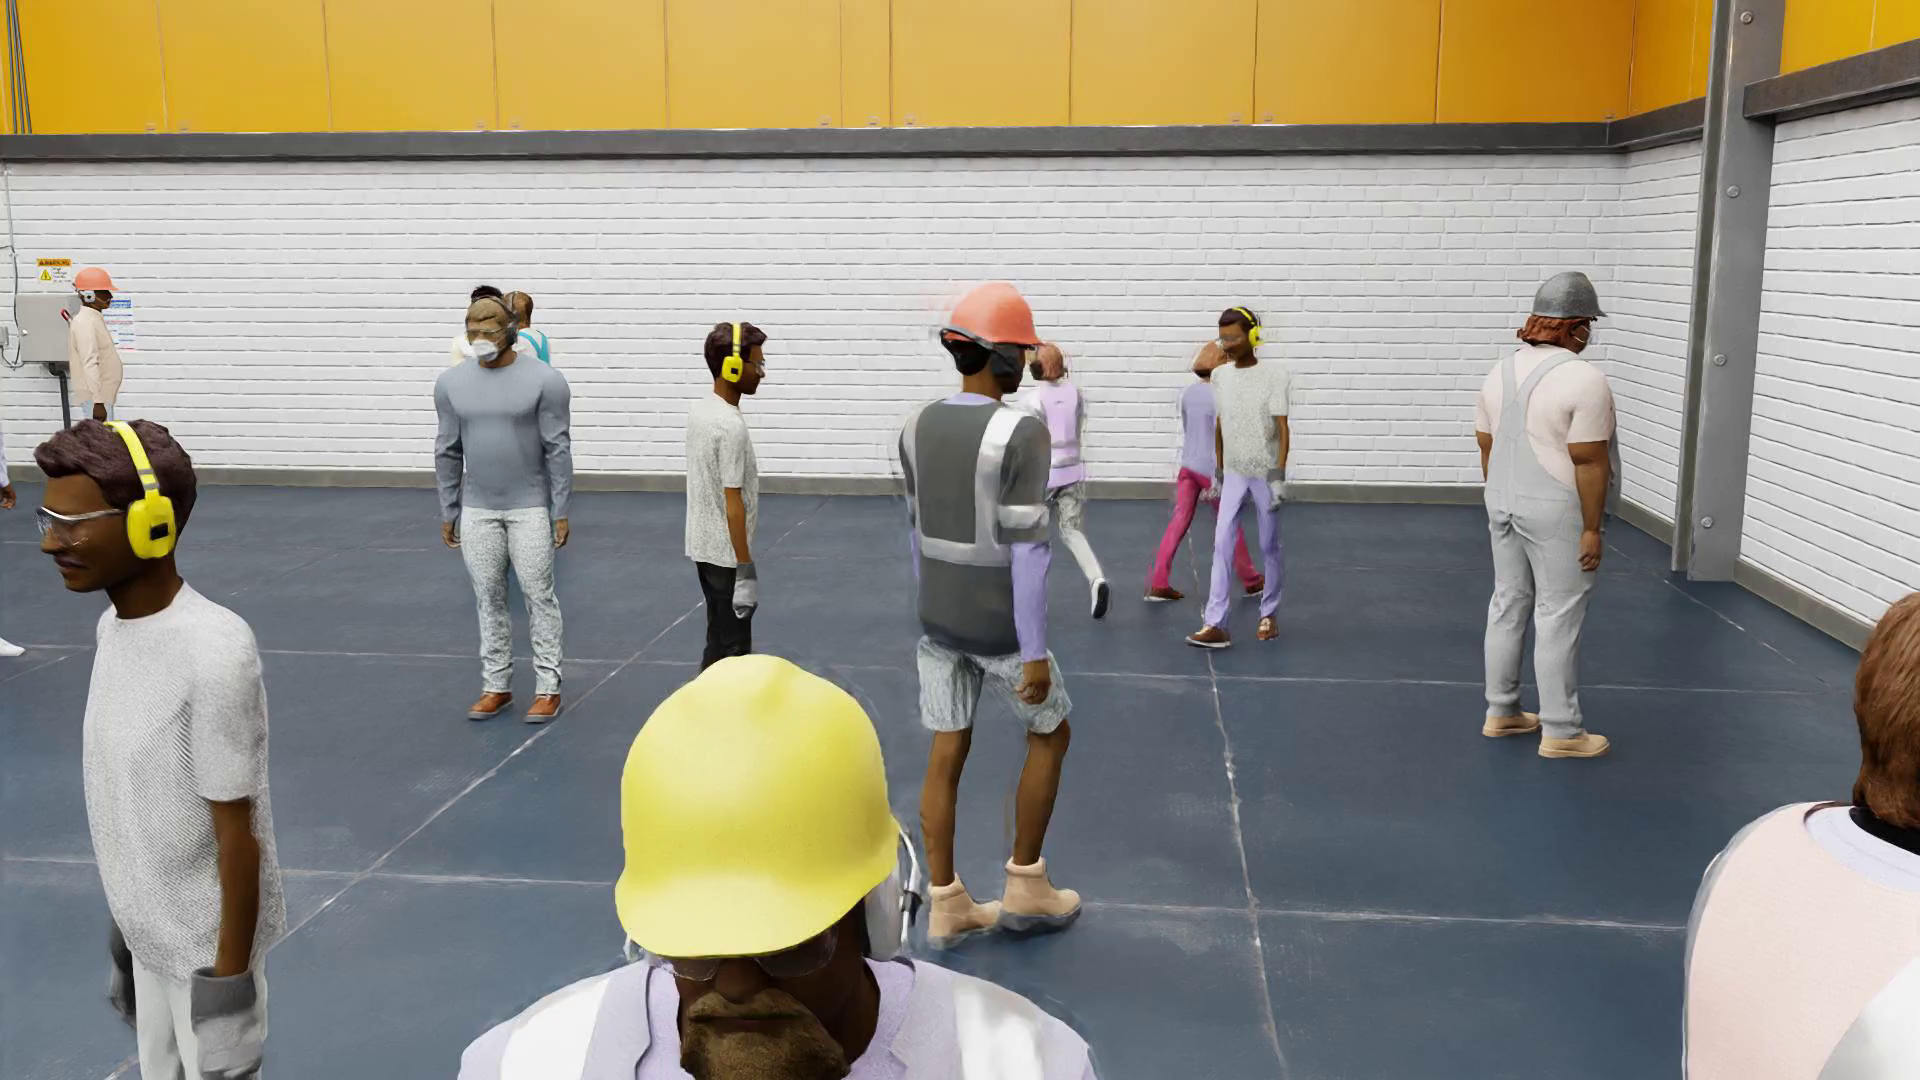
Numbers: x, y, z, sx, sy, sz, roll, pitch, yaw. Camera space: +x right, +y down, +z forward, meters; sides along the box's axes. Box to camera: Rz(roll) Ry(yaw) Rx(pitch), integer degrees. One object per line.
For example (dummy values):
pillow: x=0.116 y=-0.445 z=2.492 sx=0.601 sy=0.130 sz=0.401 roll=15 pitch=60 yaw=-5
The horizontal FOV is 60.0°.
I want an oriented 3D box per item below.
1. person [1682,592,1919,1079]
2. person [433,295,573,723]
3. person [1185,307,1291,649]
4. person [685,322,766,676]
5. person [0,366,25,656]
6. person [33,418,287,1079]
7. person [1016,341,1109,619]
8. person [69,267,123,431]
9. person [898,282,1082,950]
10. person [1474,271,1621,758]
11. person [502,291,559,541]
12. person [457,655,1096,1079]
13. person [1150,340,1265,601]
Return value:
person: x=0.915 y=0.940 z=1.604 sx=0.429 sy=1.841 sz=0.635 roll=1 pitch=10 yaw=3
person: x=-2.058 y=-0.133 z=7.514 sx=0.636 sy=1.928 sz=0.387 roll=1 pitch=10 yaw=6
person: x=1.510 y=-0.311 z=8.833 sx=0.546 sy=1.813 sz=0.948 roll=6 pitch=12 yaw=31
person: x=-0.891 y=0.086 z=6.463 sx=0.335 sy=1.857 sz=0.529 roll=-4 pitch=11 yaw=-23
person: x=-5.146 y=-0.309 z=8.530 sx=0.395 sy=1.919 sz=0.590 roll=3 pitch=10 yaw=18
person: x=-1.325 y=0.718 z=2.825 sx=0.506 sy=1.864 sz=0.331 roll=9 pitch=14 yaw=43
person: x=0.565 y=-0.337 z=9.559 sx=0.520 sy=1.609 sz=0.703 roll=-7 pitch=12 yaw=-33
person: x=-6.612 y=-1.093 z=12.800 sx=0.388 sy=1.992 sz=0.625 roll=-4 pitch=11 yaw=-24
person: x=0.133 y=0.234 z=5.108 sx=0.688 sy=2.023 sz=0.626 roll=-10 pitch=14 yaw=-43
person: x=2.533 y=-0.117 z=7.083 sx=0.536 sy=2.000 sz=0.683 roll=-4 pitch=11 yaw=-22
person: x=-3.090 y=-0.856 z=11.910 sx=0.347 sy=1.838 sz=0.518 roll=3 pitch=10 yaw=17
person: x=-0.161 y=0.978 z=1.453 sx=0.597 sy=1.812 sz=0.427 roll=1 pitch=10 yaw=4
person: x=1.528 y=-0.415 z=10.096 sx=0.864 sy=1.576 sz=0.510 roll=-5 pitch=11 yaw=-27
